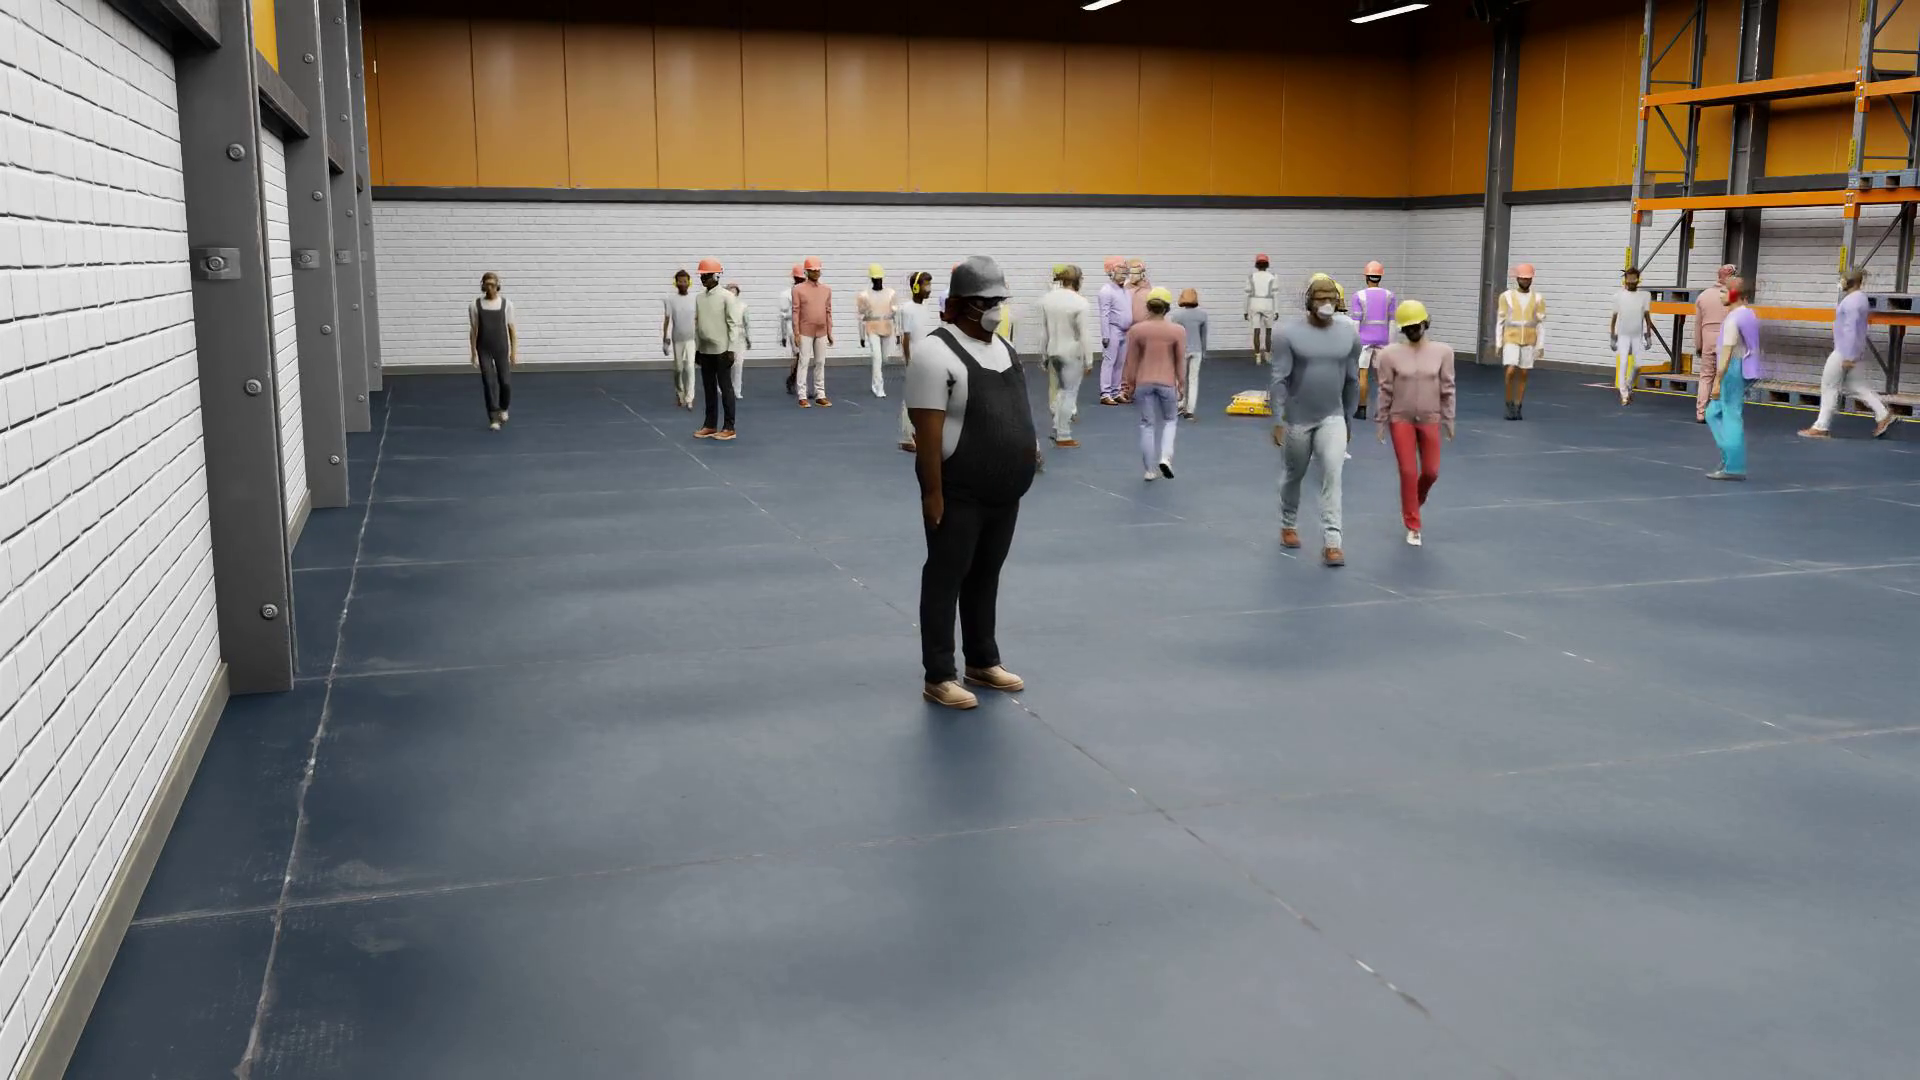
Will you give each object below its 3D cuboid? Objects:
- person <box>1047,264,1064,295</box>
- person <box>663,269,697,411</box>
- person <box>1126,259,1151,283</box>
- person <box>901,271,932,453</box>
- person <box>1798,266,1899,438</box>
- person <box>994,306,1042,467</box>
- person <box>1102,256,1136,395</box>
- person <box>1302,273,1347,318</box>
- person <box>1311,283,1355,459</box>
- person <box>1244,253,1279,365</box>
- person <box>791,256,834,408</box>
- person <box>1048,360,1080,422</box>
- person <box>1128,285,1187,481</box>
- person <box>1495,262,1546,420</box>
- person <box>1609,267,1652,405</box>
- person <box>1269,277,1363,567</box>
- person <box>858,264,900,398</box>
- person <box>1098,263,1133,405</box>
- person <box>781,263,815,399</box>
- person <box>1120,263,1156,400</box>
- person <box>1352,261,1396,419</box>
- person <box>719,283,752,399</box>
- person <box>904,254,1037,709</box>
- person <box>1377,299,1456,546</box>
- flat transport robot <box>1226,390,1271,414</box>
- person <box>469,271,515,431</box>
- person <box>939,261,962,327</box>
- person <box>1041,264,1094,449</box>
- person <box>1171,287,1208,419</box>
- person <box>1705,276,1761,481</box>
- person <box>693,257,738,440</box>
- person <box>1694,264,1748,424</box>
[{"bbox_3d":[1.814,-4.130,30.493,0.587,1.835,0.404,-6,12,-33],"label":"person"},{"bbox_3d":[-3.637,-2.624,21.791,0.525,1.835,0.910,-2,10,-13],"label":"person"},{"bbox_3d":[3.287,-4.311,31.268,0.588,1.927,0.369,0,10,-1],"label":"person"},{"bbox_3d":[-0.405,-1.804,16.969,0.475,1.849,0.568,5,11,26],"label":"person"},{"bbox_3d":[9.808,-2.048,18.239,0.904,1.911,0.641,7,12,36],"label":"person"},{"bbox_3d":[0.357,-1.520,15.470,0.771,1.814,0.649,8,13,39],"label":"person"},{"bbox_3d":[2.276,-3.086,24.000,0.833,1.985,0.699,6,11,31],"label":"person"},{"bbox_3d":[3.736,-1.854,17.312,0.404,1.834,0.591,-6,11,-29],"label":"person"},{"bbox_3d":[3.664,-1.659,16.448,0.484,1.744,0.294,5,11,25],"label":"person"},{"bbox_3d":[5.547,-4.243,30.572,0.645,2.026,0.690,3,10,16],"label":"person"},{"bbox_3d":[-1.949,-2.751,22.039,0.609,1.995,0.376,-7,12,-35],"label":"person"},{"bbox_3d":[1.240,-2.210,20.004,0.526,1.603,0.707,-2,10,-14],"label":"person"},{"bbox_3d":[1.763,-1.392,14.892,0.524,1.755,0.359,2,10,12],"label":"person"},{"bbox_3d":[6.816,-2.391,20.166,0.570,1.919,0.649,1,10,7],"label":"person"},{"bbox_3d":[9.048,-2.751,22.444,0.552,1.851,0.537,2,10,12],"label":"person"},{"bbox_3d":[2.370,-0.814,11.171,0.640,1.894,1.034,0,10,-2],"label":"person"},{"bbox_3d":[-1.185,-3.000,23.809,0.583,1.889,0.904,-4,10,-21],"label":"person"},{"bbox_3d":[2.126,-2.773,22.435,0.402,1.904,0.652,7,12,35],"label":"person"},{"bbox_3d":[-2.299,-2.950,23.490,0.547,1.905,0.866,-7,12,-35],"label":"person"},{"bbox_3d":[2.419,-2.839,22.818,0.649,1.904,0.401,3,10,17],"label":"person"},{"bbox_3d":[5.050,-2.443,20.426,0.542,1.938,0.358,-1,10,-6],"label":"person"},{"bbox_3d":[-3.192,-2.789,23.325,0.511,1.623,0.398,-5,11,-29],"label":"person"},{"bbox_3d":[0.095,-0.272,7.559,0.535,2.000,0.684,8,12,37],"label":"person"},{"bbox_3d":[3.216,-0.841,11.785,0.538,1.728,0.578,1,10,6],"label":"person"},{"bbox_3d":[3.911,-1.782,21.419,0.652,0.197,1.431,4,11,22],"label":"flat transport robot"},{"bbox_3d":[-5.417,-2.190,19.275,0.514,1.830,0.554,-3,10,-15],"label":"person"},{"bbox_3d":[-0.006,-2.447,20.457,0.376,1.934,0.547,8,13,40],"label":"person"},{"bbox_3d":[1.147,-1.901,17.329,0.487,1.919,0.663,-8,13,-40],"label":"person"},{"bbox_3d":[2.802,-2.301,20.521,0.514,1.613,0.499,-2,10,-13],"label":"person"},{"bbox_3d":[6.897,-1.438,14.905,0.489,1.828,0.605,7,12,34],"label":"person"},{"bbox_3d":[-2.700,-2.094,18.237,0.618,1.993,0.396,8,13,39],"label":"person"},{"bbox_3d":[9.076,-2.318,19.794,0.402,1.906,0.651,-7,12,-34],"label":"person"}]
